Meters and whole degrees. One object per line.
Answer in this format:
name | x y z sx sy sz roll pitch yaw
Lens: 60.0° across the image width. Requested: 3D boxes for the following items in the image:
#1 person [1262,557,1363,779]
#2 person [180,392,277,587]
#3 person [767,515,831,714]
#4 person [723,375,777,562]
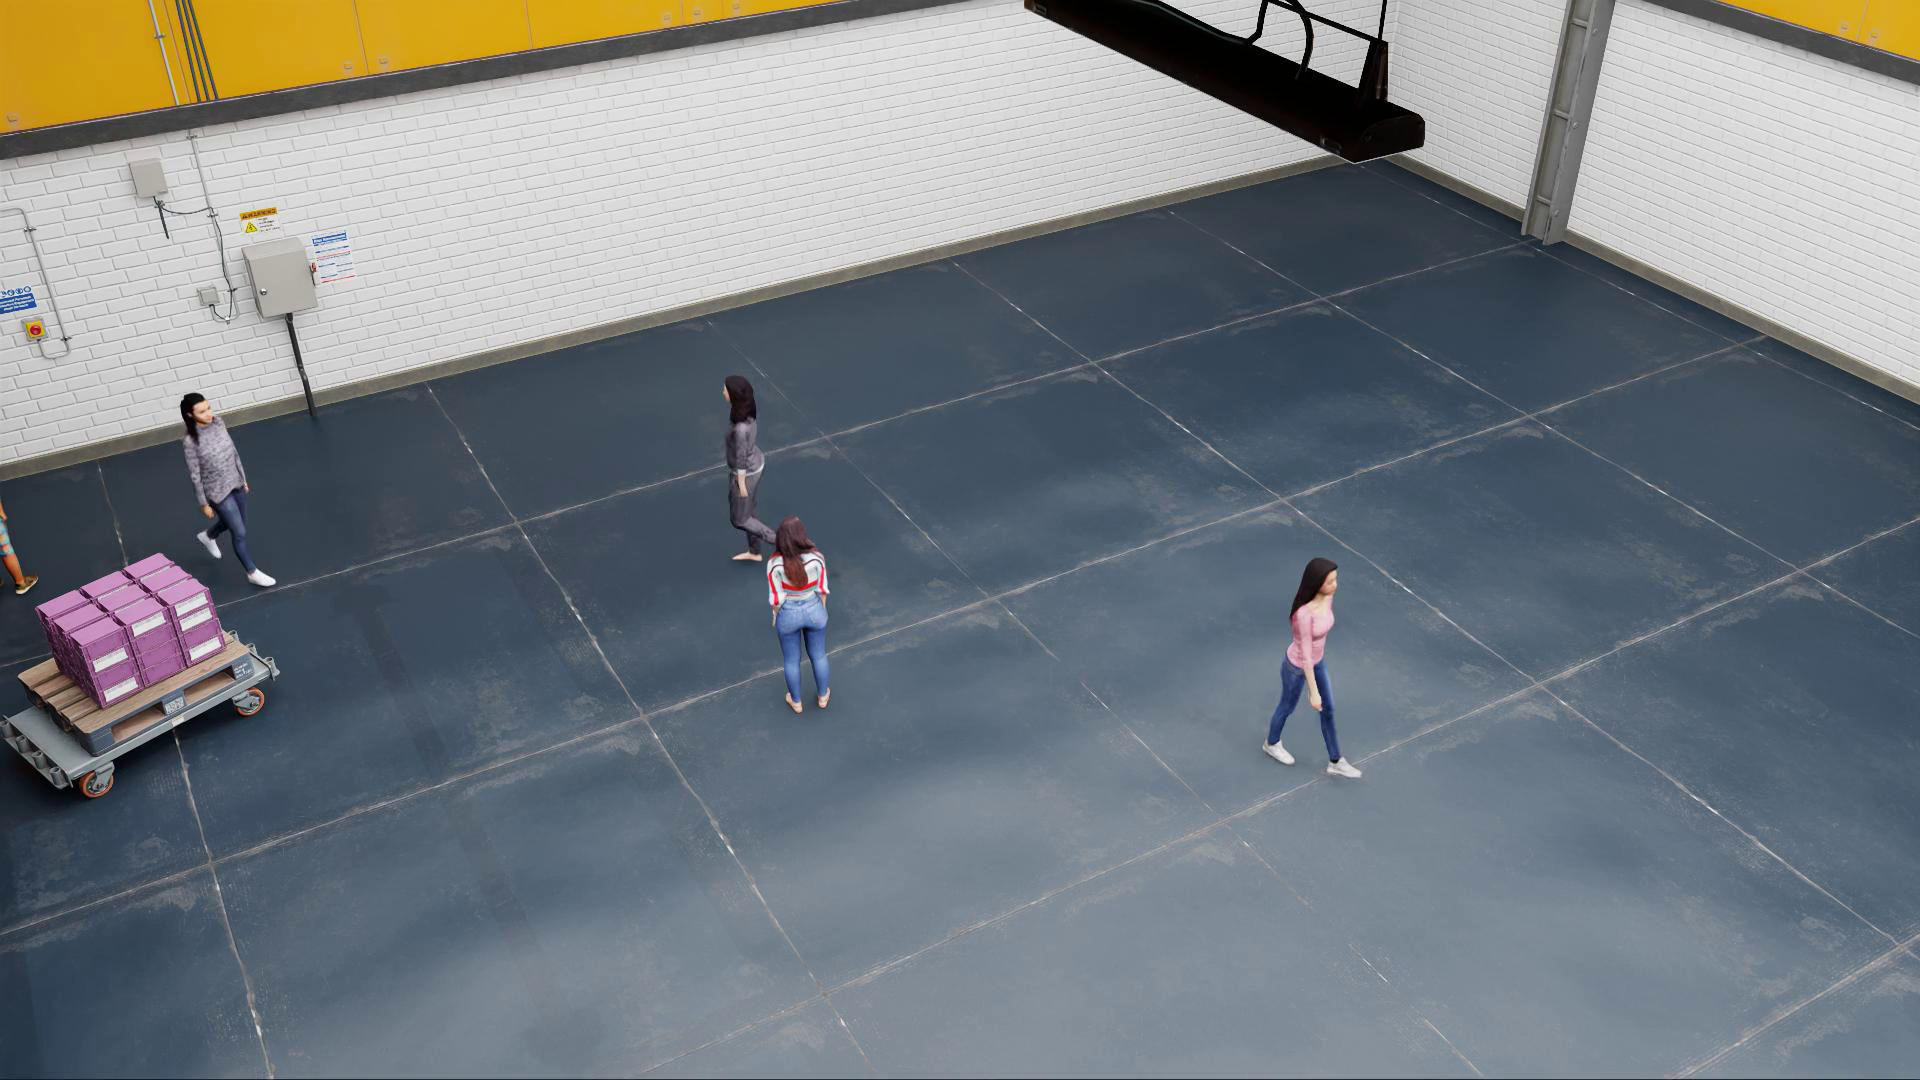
person | 2.272 0.840 11.278 1.010 1.722 0.734 28 43 35
person | -5.905 -0.421 13.185 1.087 1.711 0.990 12 35 17
person | -1.136 0.531 11.842 0.638 1.612 0.599 -8 34 -11
person | -1.617 -0.511 13.289 0.890 1.746 0.850 4 34 7
